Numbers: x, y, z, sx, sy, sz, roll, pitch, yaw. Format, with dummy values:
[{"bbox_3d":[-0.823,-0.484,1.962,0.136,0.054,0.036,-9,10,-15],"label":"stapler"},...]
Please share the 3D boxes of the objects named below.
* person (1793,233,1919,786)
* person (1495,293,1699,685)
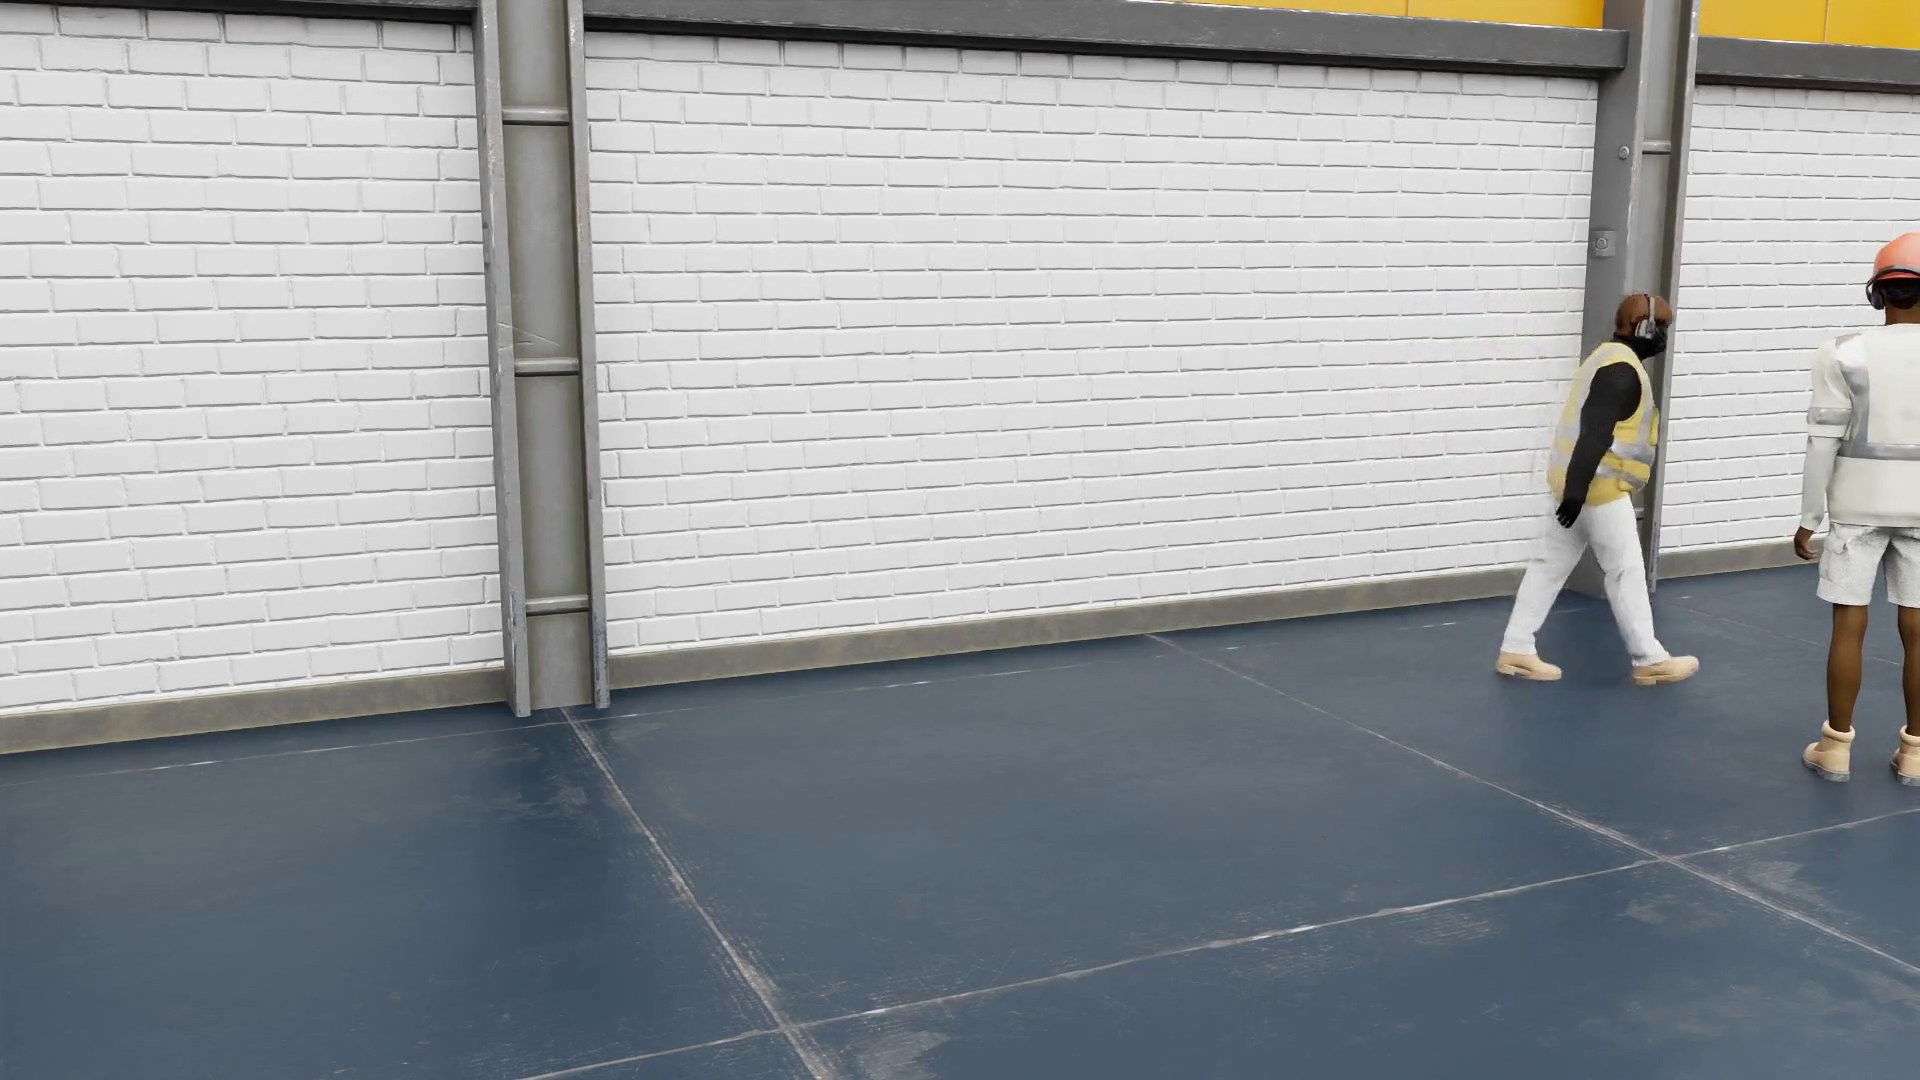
[{"bbox_3d":[3.443,-0.107,6.188,0.614,2.039,0.387,3,11,15],"label":"person"},{"bbox_3d":[2.940,-0.217,7.546,0.966,1.769,0.635,2,10,10],"label":"person"}]
